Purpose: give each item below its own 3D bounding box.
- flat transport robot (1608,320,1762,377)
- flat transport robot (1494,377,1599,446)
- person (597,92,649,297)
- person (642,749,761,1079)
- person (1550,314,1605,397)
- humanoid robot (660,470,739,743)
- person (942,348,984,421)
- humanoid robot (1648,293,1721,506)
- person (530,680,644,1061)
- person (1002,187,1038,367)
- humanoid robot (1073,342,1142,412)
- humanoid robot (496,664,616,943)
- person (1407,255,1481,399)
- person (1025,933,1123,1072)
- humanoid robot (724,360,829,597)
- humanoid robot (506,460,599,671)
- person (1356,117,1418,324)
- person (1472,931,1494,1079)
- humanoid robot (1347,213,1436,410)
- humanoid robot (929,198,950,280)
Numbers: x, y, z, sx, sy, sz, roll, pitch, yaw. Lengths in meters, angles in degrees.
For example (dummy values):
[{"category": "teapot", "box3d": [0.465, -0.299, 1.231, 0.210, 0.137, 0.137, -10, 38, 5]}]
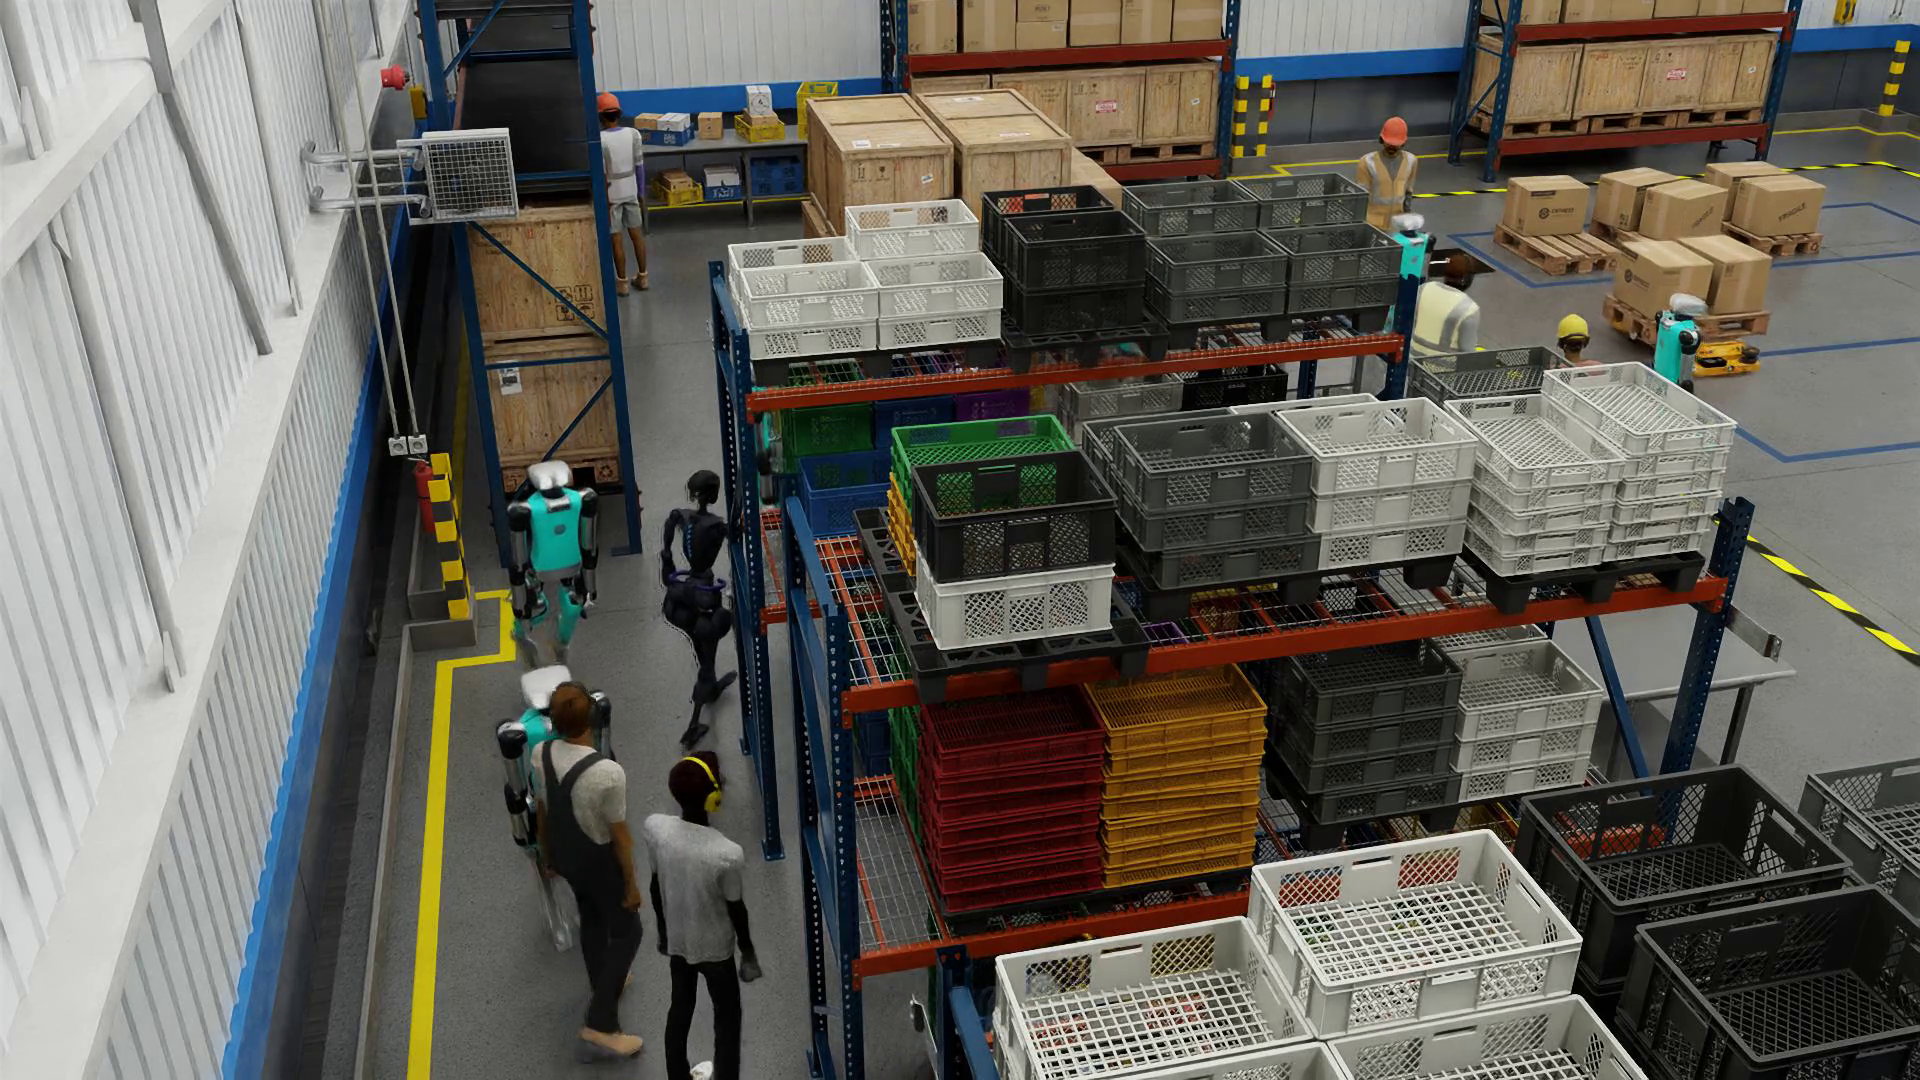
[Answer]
[{"category": "flat transport robot", "box3d": [6.806, -1.909, 15.639, 0.652, 0.197, 1.431, -6, 28, -12]}, {"category": "flat transport robot", "box3d": [4.780, -1.036, 14.013, 0.659, 0.231, 1.431, -6, 28, -12]}, {"category": "person", "box3d": [-3.451, -3.472, 16.734, 0.610, 2.039, 0.389, -24, 36, -38]}, {"category": "person", "box3d": [-1.096, 1.714, 7.094, 0.497, 1.859, 0.336, 16, 32, 27]}, {"category": "person", "box3d": [4.271, -0.759, 11.888, 0.524, 1.759, 0.325, -5, 28, -9]}, {"category": "humanoid robot", "box3d": [-1.536, 0.356, 9.885, 0.597, 1.629, 0.753, 12, 30, 22]}, {"category": "person", "box3d": [0.003, -0.708, 11.627, 0.396, 1.915, 0.587, -5, 28, -10]}, {"category": "humanoid robot", "box3d": [5.402, -1.008, 12.239, 0.735, 1.677, 0.533, -2, 28, -3]}, {"category": "person", "box3d": [-1.707, 1.503, 7.547, 0.584, 1.813, 0.533, 16, 32, 27]}, {"category": "person", "box3d": [0.522, -2.047, 14.144, 0.376, 1.932, 0.550, -11, 30, -20]}, {"category": "humanoid robot", "box3d": [1.078, -1.166, 12.795, 0.754, 1.883, 0.541, -1, 28, -2]}, {"category": "humanoid robot", "box3d": [-1.980, 1.295, 8.077, 0.542, 1.818, 0.790, -17, 32, -28]}, {"category": "person", "box3d": [3.711, -1.316, 12.878, 0.433, 1.821, 0.642, -17, 32, -28]}, {"category": "person", "box3d": [0.247, 2.225, 6.163, 0.688, 1.831, 0.523, -7, 29, -13]}, {"category": "humanoid robot", "box3d": [-1.125, -0.421, 11.333, 1.021, 1.785, 0.537, -10, 29, -18]}, {"category": "humanoid robot", "box3d": [-2.471, 0.335, 9.968, 0.560, 1.900, 0.715, -17, 32, -29]}, {"category": "person", "box3d": [4.047, -3.032, 15.907, 0.610, 2.033, 0.397, -6, 28, -12]}, {"category": "person", "box3d": [2.278, 2.067, 6.592, 0.802, 1.689, 0.538, -12, 30, -22]}, {"category": "humanoid robot", "box3d": [3.598, -2.026, 14.372, 0.550, 1.788, 0.935, -13, 30, -23]}, {"category": "humanoid robot", "box3d": [-0.167, -2.213, 14.747, 0.598, 1.643, 0.611, -5, 28, -10]}]
